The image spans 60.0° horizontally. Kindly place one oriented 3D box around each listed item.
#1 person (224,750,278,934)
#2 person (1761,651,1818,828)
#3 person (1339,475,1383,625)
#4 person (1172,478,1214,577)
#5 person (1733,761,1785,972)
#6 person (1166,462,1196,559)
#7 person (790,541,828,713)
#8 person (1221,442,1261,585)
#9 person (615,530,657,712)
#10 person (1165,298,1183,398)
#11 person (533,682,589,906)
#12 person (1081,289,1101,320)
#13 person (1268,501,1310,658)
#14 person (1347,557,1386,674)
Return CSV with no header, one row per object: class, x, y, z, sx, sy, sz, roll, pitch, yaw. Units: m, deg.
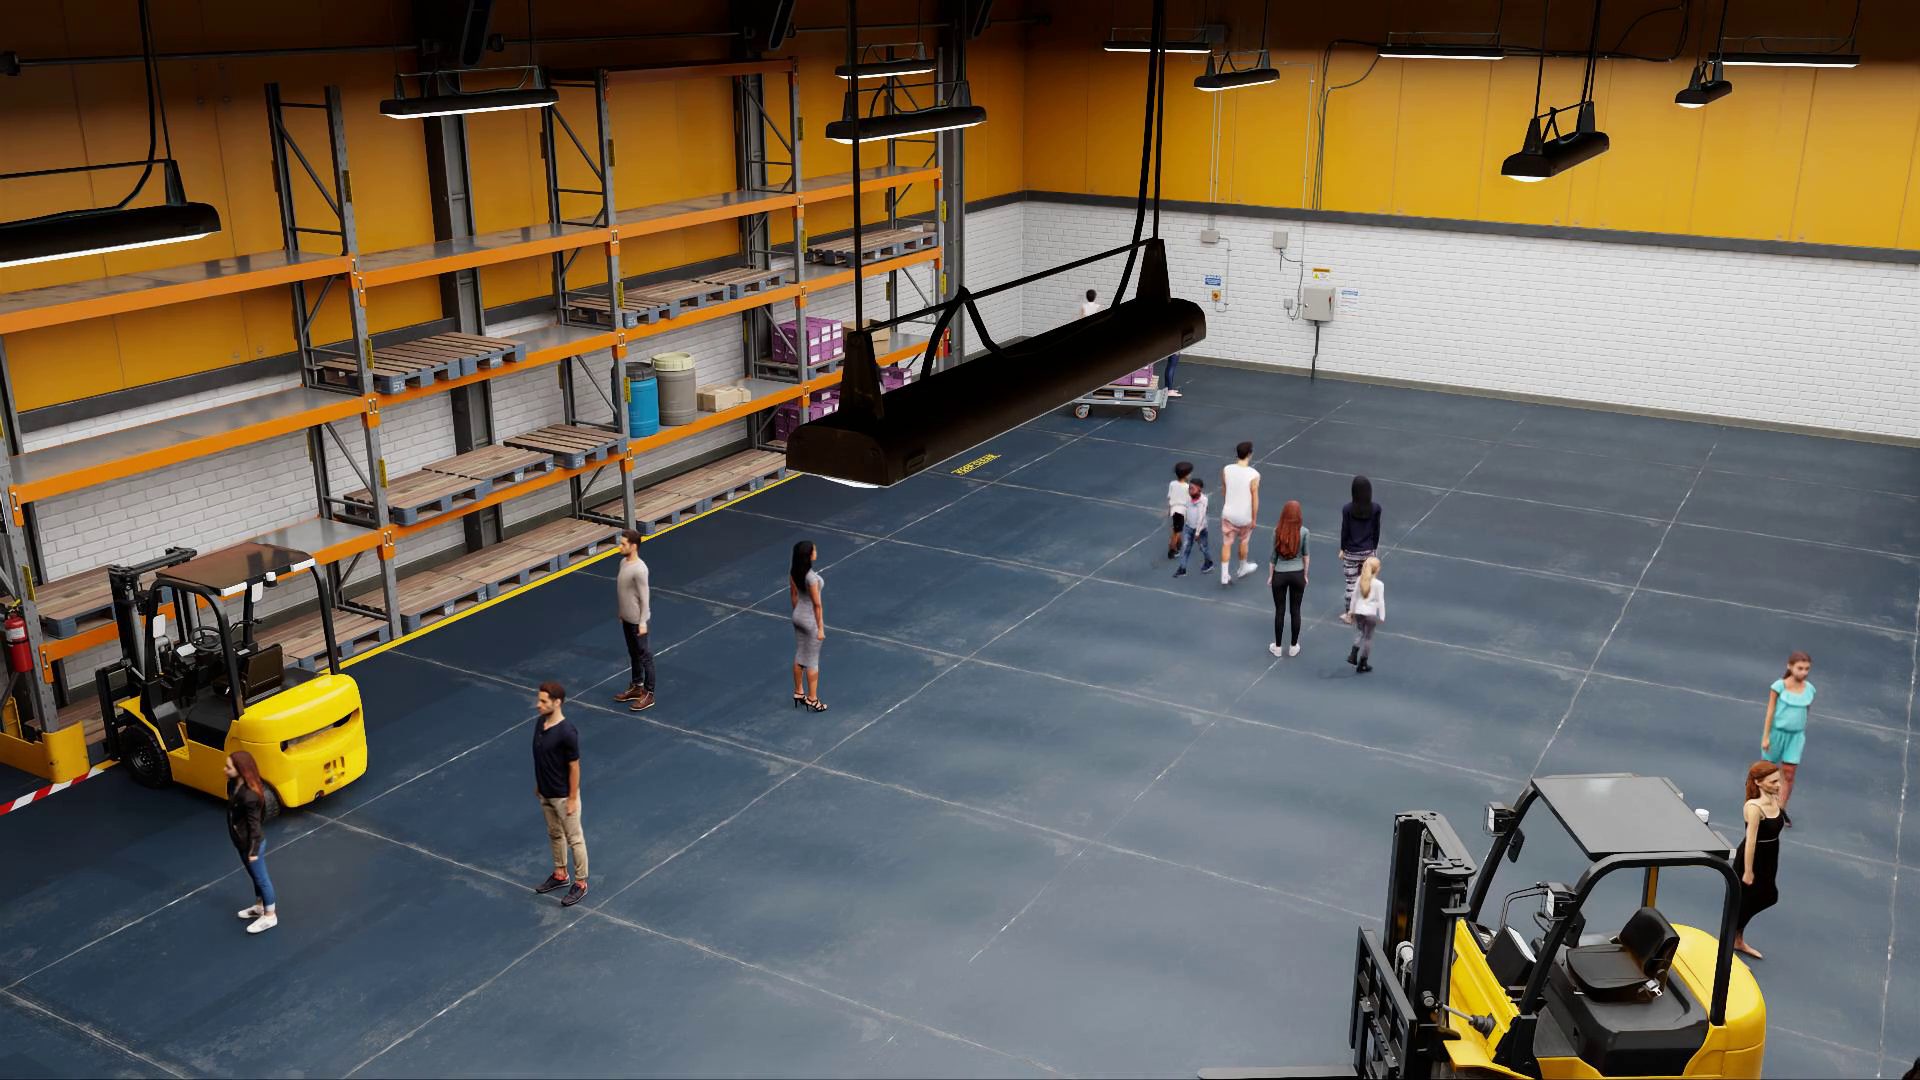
person,-5.469,2.295,12.819,0.632,1.483,0.633,-13,22,-33
person,7.185,1.681,14.554,0.763,1.541,1.021,3,19,7
person,4.545,0.103,18.939,0.678,1.732,0.684,-1,19,-2
person,2.969,-0.161,20.509,0.940,1.230,0.622,-17,25,-41
person,5.884,2.385,12.331,0.597,1.625,0.703,-17,25,-41
person,2.755,-0.359,21.096,0.572,1.231,0.798,15,24,38
person,-1.531,0.852,16.638,0.643,1.781,0.657,-15,24,-37
person,3.329,-0.303,20.092,0.688,1.765,0.954,9,20,24
person,-3.258,0.779,16.719,0.699,1.868,0.723,-15,23,-37
person,3.772,-3.423,29.400,0.707,1.738,0.611,-1,19,-2
person,-3.172,1.977,13.177,0.677,1.859,0.589,16,24,39
person,2.452,-3.932,31.197,0.575,1.555,0.542,8,20,23
person,3.549,0.416,17.994,0.663,1.742,0.664,1,19,4
person,4.255,0.801,17.596,0.613,1.267,0.596,-15,24,-37
